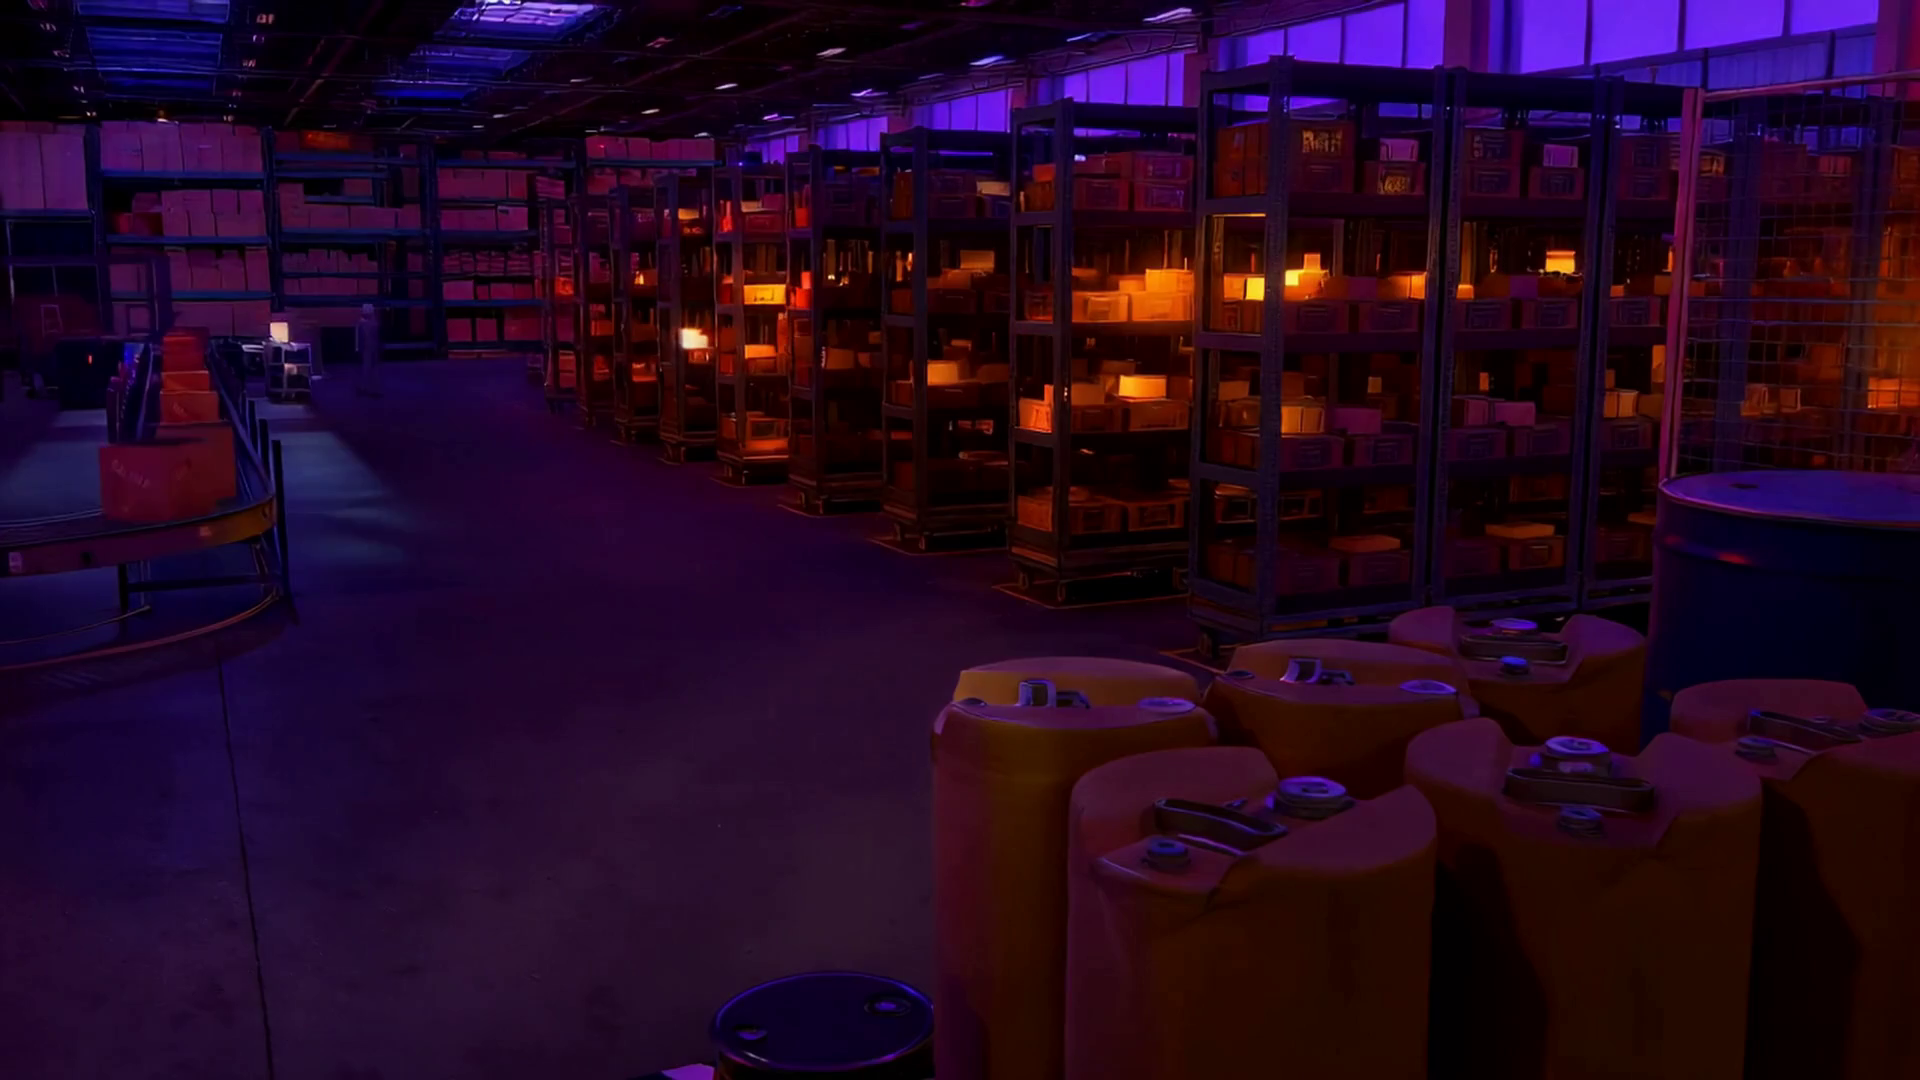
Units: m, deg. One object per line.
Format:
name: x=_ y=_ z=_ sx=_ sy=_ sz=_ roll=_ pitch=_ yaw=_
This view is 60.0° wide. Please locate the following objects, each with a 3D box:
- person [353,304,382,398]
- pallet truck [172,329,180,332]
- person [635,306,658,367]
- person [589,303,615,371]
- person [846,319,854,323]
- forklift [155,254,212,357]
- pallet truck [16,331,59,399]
person: x=-11.337 y=-3.593 z=31.768 sx=0.480 sy=1.793 sz=0.625 roll=1 pitch=9 yaw=4
pallet truck: x=-17.275 y=-3.851 z=35.096 sx=1.601 sy=1.201 sz=0.680 roll=0 pitch=9 yaw=1
person: x=-6.967 y=-4.471 z=37.097 sx=0.575 sy=1.829 sz=0.641 roll=-6 pitch=11 yaw=-32
person: x=-6.465 y=-3.469 z=30.687 sx=0.685 sy=1.879 sz=0.773 roll=4 pitch=10 yaw=21
person: x=-2.900 y=-5.650 z=44.674 sx=0.512 sy=1.722 sz=0.636 roll=2 pitch=9 yaw=9
forklift: x=-18.868 y=-5.397 z=39.573 sx=1.873 sy=2.768 sz=1.129 roll=-4 pitch=10 yaw=-25
pallet truck: x=-17.082 y=-3.353 z=31.781 sx=1.630 sy=1.274 sz=0.653 roll=-4 pitch=10 yaw=-25
